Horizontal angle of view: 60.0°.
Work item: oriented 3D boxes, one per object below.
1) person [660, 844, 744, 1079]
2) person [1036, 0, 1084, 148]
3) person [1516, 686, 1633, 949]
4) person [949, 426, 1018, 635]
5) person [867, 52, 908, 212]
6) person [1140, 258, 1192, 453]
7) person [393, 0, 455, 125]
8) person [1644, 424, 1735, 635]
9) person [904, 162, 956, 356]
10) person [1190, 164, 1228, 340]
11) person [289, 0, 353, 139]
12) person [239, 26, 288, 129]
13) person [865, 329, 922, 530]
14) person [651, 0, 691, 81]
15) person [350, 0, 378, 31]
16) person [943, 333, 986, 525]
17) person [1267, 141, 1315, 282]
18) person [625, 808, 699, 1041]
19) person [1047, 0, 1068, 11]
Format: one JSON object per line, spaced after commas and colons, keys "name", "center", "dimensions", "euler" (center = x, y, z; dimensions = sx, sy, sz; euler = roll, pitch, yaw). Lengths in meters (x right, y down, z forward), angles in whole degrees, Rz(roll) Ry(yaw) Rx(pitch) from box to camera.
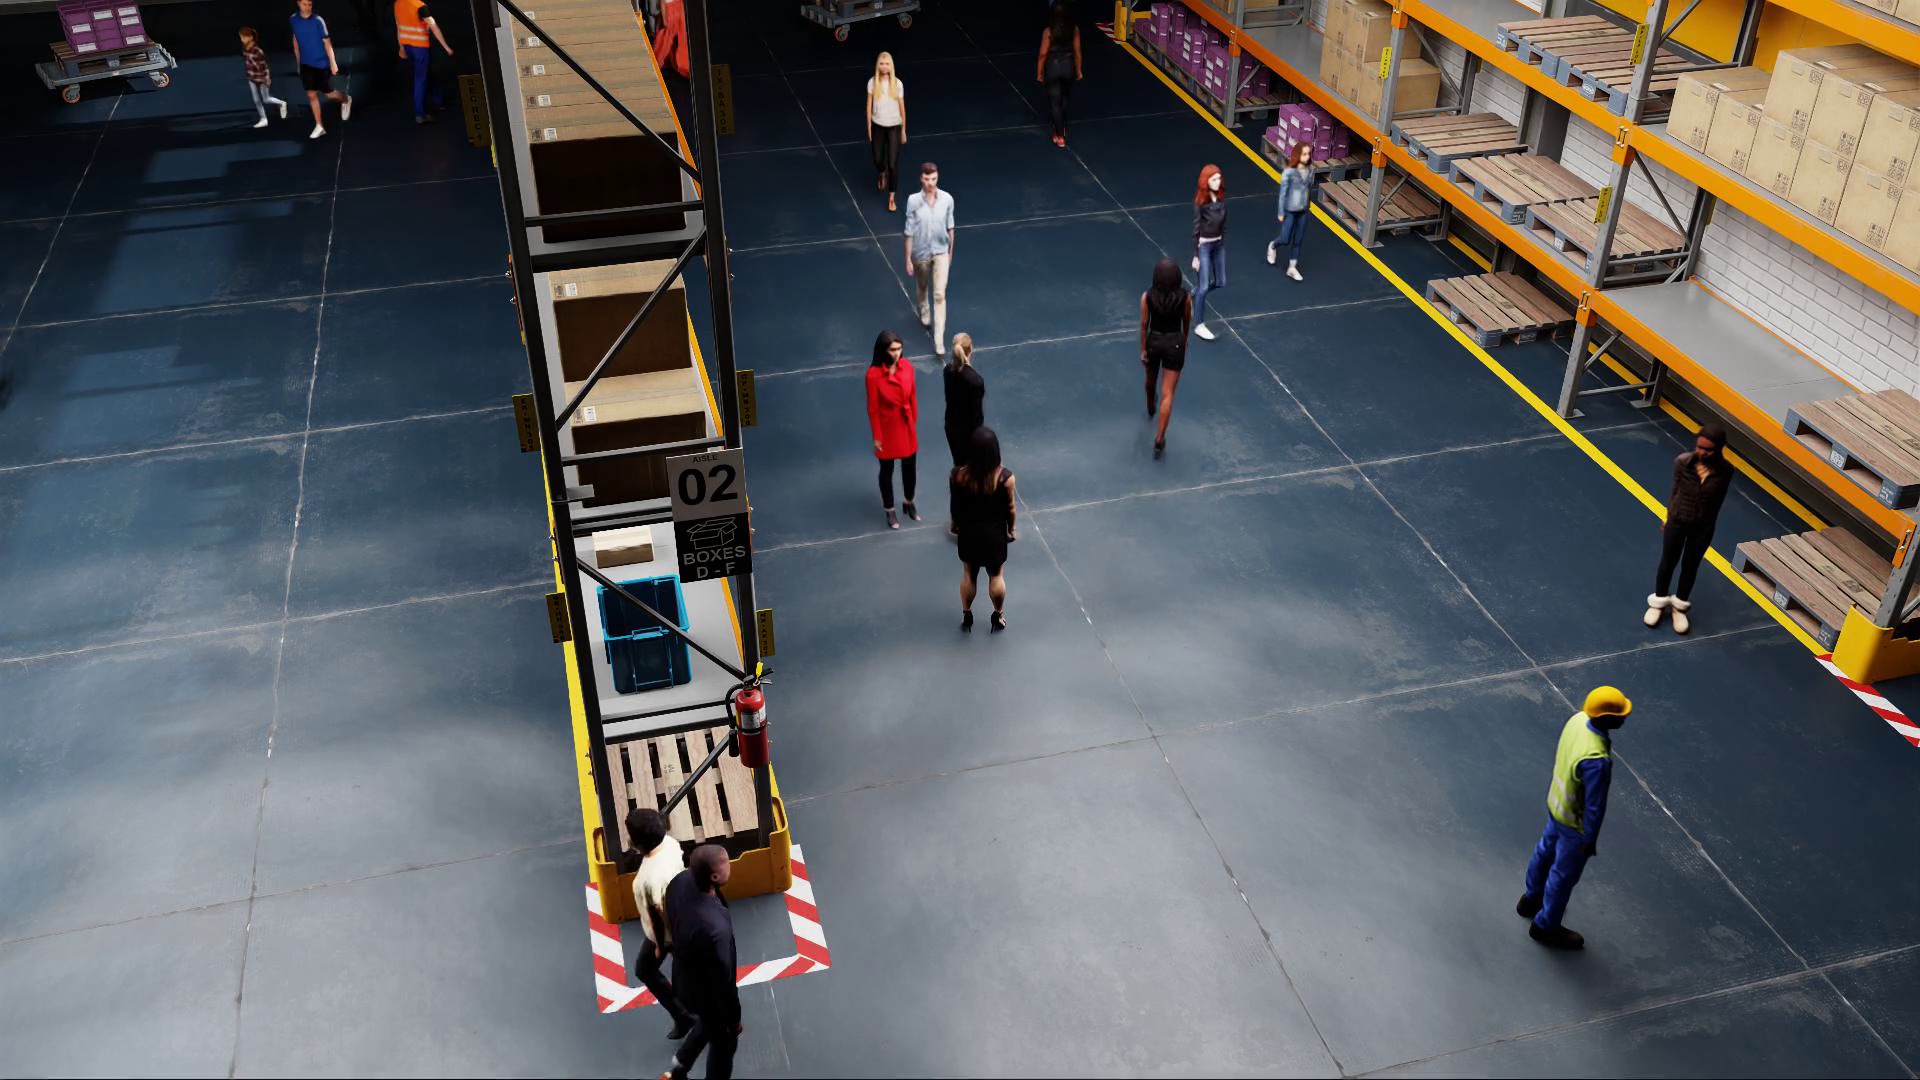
{"name": "person", "center": [-1.371, 2.304, 8.564], "dimensions": [0.910, 1.798, 0.770], "euler": [-13, 36, -18]}
{"name": "person", "center": [1.274, -5.804, 20.767], "dimensions": [0.721, 1.792, 0.904], "euler": [-10, 35, -15]}
{"name": "person", "center": [3.573, 1.567, 9.659], "dimensions": [0.791, 1.812, 0.614], "euler": [1, 34, 2]}
{"name": "person", "center": [0.167, -0.058, 12.187], "dimensions": [0.743, 1.721, 0.742], "euler": [5, 34, 8]}
{"name": "person", "center": [-0.838, -4.734, 19.140], "dimensions": [0.745, 1.812, 0.929], "euler": [0, 34, -1]}
{"name": "person", "center": [1.778, -1.583, 14.513], "dimensions": [0.935, 1.687, 1.277], "euler": [5, 34, 8]}
{"name": "person", "center": [-7.079, -6.317, 21.489], "dimensions": [1.151, 1.848, 1.201], "euler": [22, 39, 29]}
{"name": "person", "center": [5.419, -0.129, 12.343], "dimensions": [0.759, 1.666, 0.700], "euler": [-5, 34, -8]}
{"name": "person", "center": [-0.311, -2.822, 16.280], "dimensions": [0.781, 1.793, 1.278], "euler": [-4, 34, -6]}
{"name": "person", "center": [2.372, -2.850, 16.343], "dimensions": [0.730, 1.771, 0.857], "euler": [-21, 39, -29]}
{"name": "person", "center": [-8.138, -6.095, 21.160], "dimensions": [1.000, 1.841, 1.206], "euler": [8, 34, 12]}
{"name": "person", "center": [-9.035, -6.009, 21.527], "dimensions": [0.783, 1.293, 0.856], "euler": [16, 37, 23]}
{"name": "person", "center": [-0.576, -0.918, 13.454], "dimensions": [0.680, 1.750, 0.657], "euler": [-18, 38, -25]}
{"name": "person", "center": [-3.866, -7.168, 22.863], "dimensions": [1.343, 1.744, 1.188], "euler": [22, 40, 30]}
{"name": "person", "center": [-8.927, -8.489, 24.833], "dimensions": [0.796, 1.763, 0.690], "euler": [8, 34, 11]}
{"name": "person", "center": [0.013, -0.832, 13.383], "dimensions": [0.841, 1.686, 0.749], "euler": [-22, 39, -29]}
{"name": "person", "center": [3.503, -3.507, 17.605], "dimensions": [0.643, 1.468, 0.820], "euler": [-14, 36, -20]}
{"name": "person", "center": [-1.563, 2.108, 9.066], "dimensions": [0.745, 1.569, 0.647], "euler": [6, 34, 9]}
{"name": "person", "center": [1.452, -7.982, 24.120], "dimensions": [0.589, 1.708, 1.016], "euler": [-7, 34, -10]}
